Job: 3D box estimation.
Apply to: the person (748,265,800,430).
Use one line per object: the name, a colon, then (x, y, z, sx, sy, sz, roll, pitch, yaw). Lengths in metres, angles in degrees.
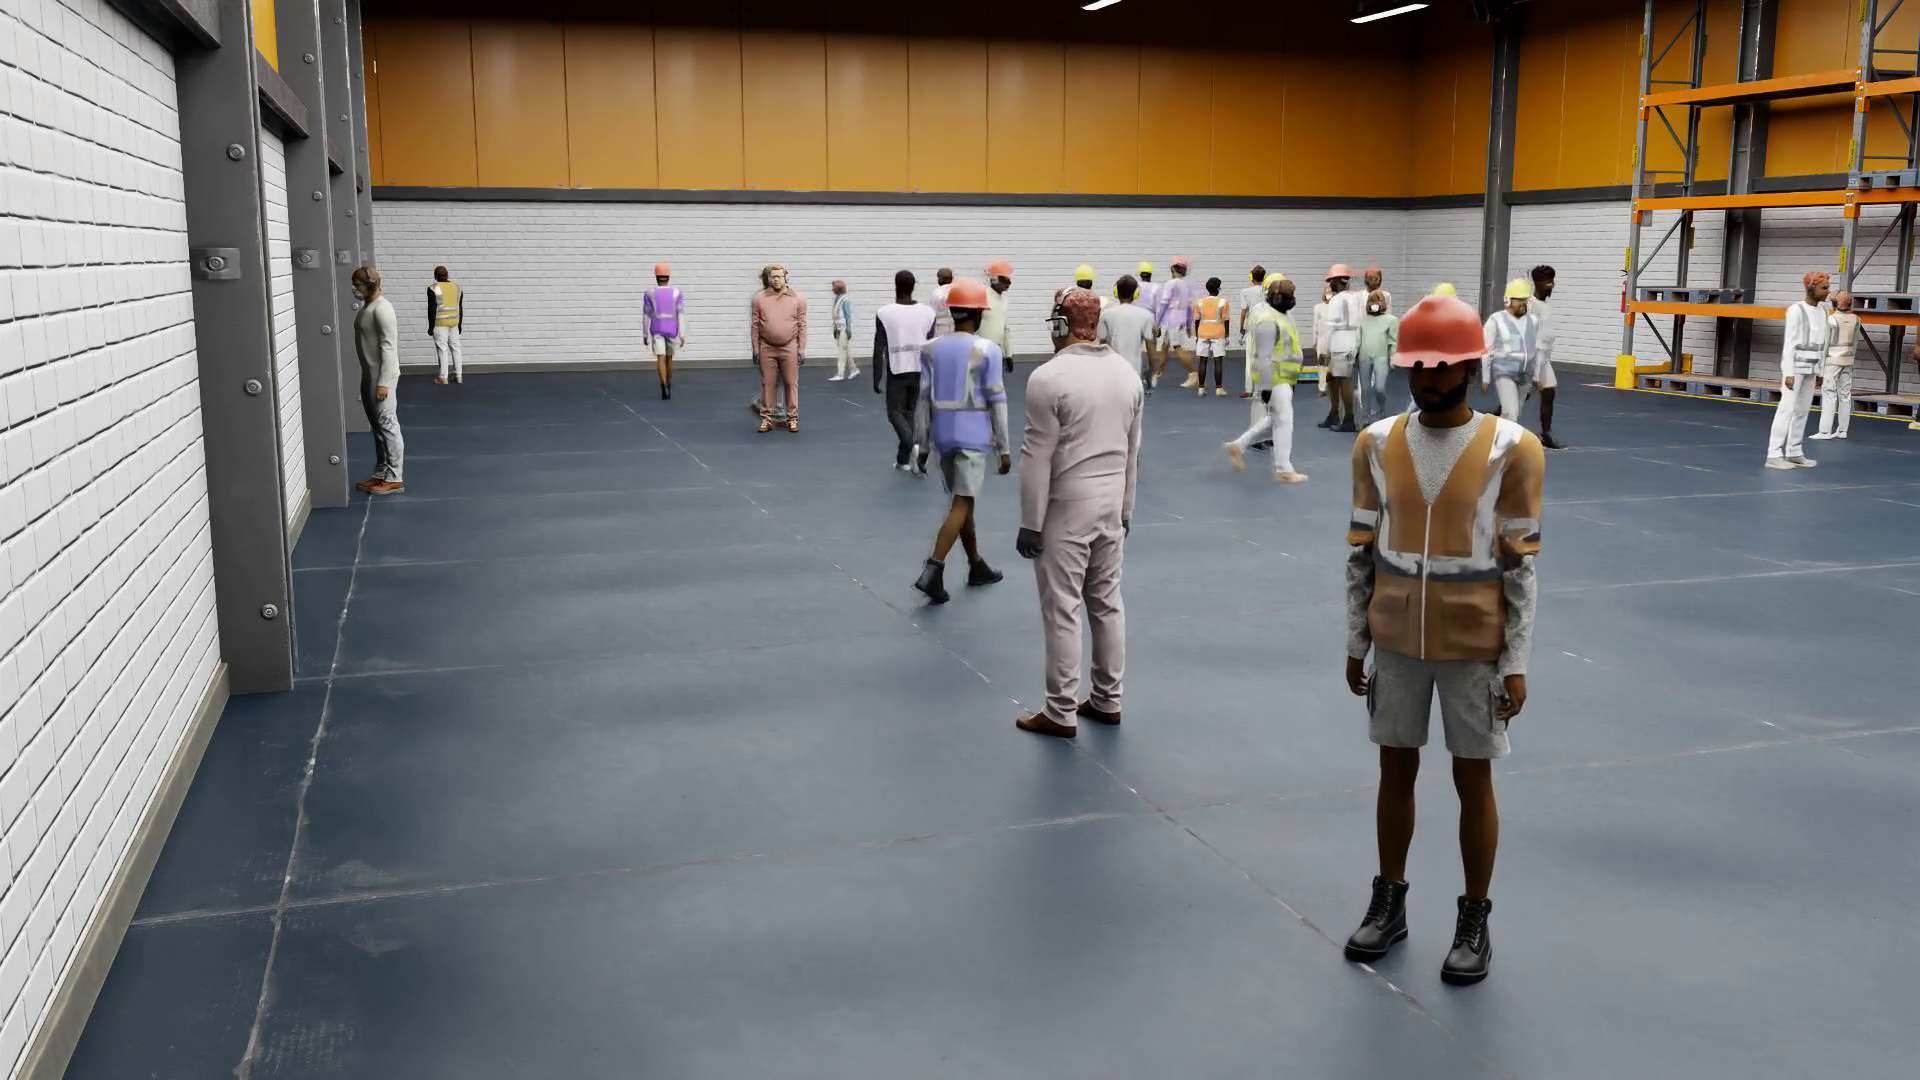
person: (-2.165, -2.230, 19.278, 0.655, 1.907, 0.657, 4, 11, 22)

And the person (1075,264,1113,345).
person: (1.343, -1.993, 17.870, 0.603, 1.915, 0.512, 0, 10, 3)

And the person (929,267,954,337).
person: (-0.203, -2.969, 23.770, 0.650, 1.832, 0.447, -8, 13, -40)

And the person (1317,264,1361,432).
person: (4.315, -2.191, 19.049, 0.667, 1.901, 0.694, 8, 12, 38)

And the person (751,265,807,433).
person: (-2.061, -2.170, 18.933, 0.643, 1.909, 0.410, 0, 10, -1)

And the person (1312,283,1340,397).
person: (5.291, -2.849, 23.717, 0.500, 1.616, 0.593, 5, 11, 26)

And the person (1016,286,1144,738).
person: (0.487, -0.120, 7.097, 0.641, 1.902, 0.402, -9, 13, -43)

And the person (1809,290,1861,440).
person: (9.565, -1.902, 18.154, 0.511, 1.641, 0.308, -3, 10, -19)

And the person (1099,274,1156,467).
person: (1.520, -1.527, 15.383, 0.570, 1.848, 0.439, 0, 10, 1)

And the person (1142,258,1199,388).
person: (3.265, -3.288, 25.258, 0.980, 1.965, 0.609, 5, 11, 28)

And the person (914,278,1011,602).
person: (-0.015, -0.596, 9.865, 0.566, 1.904, 0.953, 7, 12, 34)

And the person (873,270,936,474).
person: (-0.493, -1.546, 15.380, 0.599, 1.894, 0.817, -4, 11, -24)

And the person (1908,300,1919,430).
person: (11.305, -2.277, 19.163, 0.688, 2.000, 0.539, 0, 10, 1)

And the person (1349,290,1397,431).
person: (4.701, -2.026, 18.950, 0.511, 1.619, 0.450, 4, 11, 23)

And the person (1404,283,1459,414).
person: (5.225, -1.944, 18.179, 0.937, 1.721, 0.527, 6, 11, 30)

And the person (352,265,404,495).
person: (-4.957, -1.355, 14.140, 0.371, 1.935, 0.627, -6, 12, -33)

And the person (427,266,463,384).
person: (-8.062, -3.357, 26.005, 0.430, 1.839, 0.625, 8, 12, 37)

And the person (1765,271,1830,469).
person: (7.988, -1.600, 15.762, 0.589, 1.873, 0.374, -6, 11, -30)

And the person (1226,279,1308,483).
person: (2.776, -1.430, 14.912, 0.722, 1.818, 0.634, 4, 11, 22)

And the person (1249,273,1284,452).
person: (3.219, -1.831, 17.183, 0.404, 1.835, 0.587, 8, 13, 39)

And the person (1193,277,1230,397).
person: (3.590, -2.888, 23.690, 0.539, 1.698, 0.318, 5, 11, 27)

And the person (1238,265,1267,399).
person: (4.159, -2.914, 23.346, 0.513, 1.872, 0.328, -1, 10, -7)

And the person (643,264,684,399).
person: (-4.176, -2.939, 23.441, 0.559, 1.895, 0.976, -3, 10, -16)

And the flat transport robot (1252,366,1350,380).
flat transport robot: (5.374, -2.633, 26.343, 1.431, 0.197, 0.652, -2, 10, -11)

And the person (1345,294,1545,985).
person: (1.330, 0.282, 4.679, 0.542, 1.932, 0.384, 6, 12, 32)

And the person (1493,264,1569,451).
person: (5.912, -1.902, 17.349, 0.870, 1.936, 0.615, 10, 14, 44)

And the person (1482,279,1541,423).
person: (5.288, -1.616, 16.051, 0.600, 1.803, 0.856, -3, 10, -18)

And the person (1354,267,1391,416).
person: (5.164, -2.506, 20.998, 0.594, 1.862, 0.493, -4, 10, -21)

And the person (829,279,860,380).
person: (-1.877, -3.377, 26.816, 0.520, 1.652, 0.527, -5, 11, -28)

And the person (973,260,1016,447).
person: (0.360, -1.941, 17.449, 0.749, 1.953, 0.642, 6, 11, 30)

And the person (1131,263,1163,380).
person: (2.913, -3.399, 26.121, 0.607, 1.873, 0.984, 4, 10, 20)
